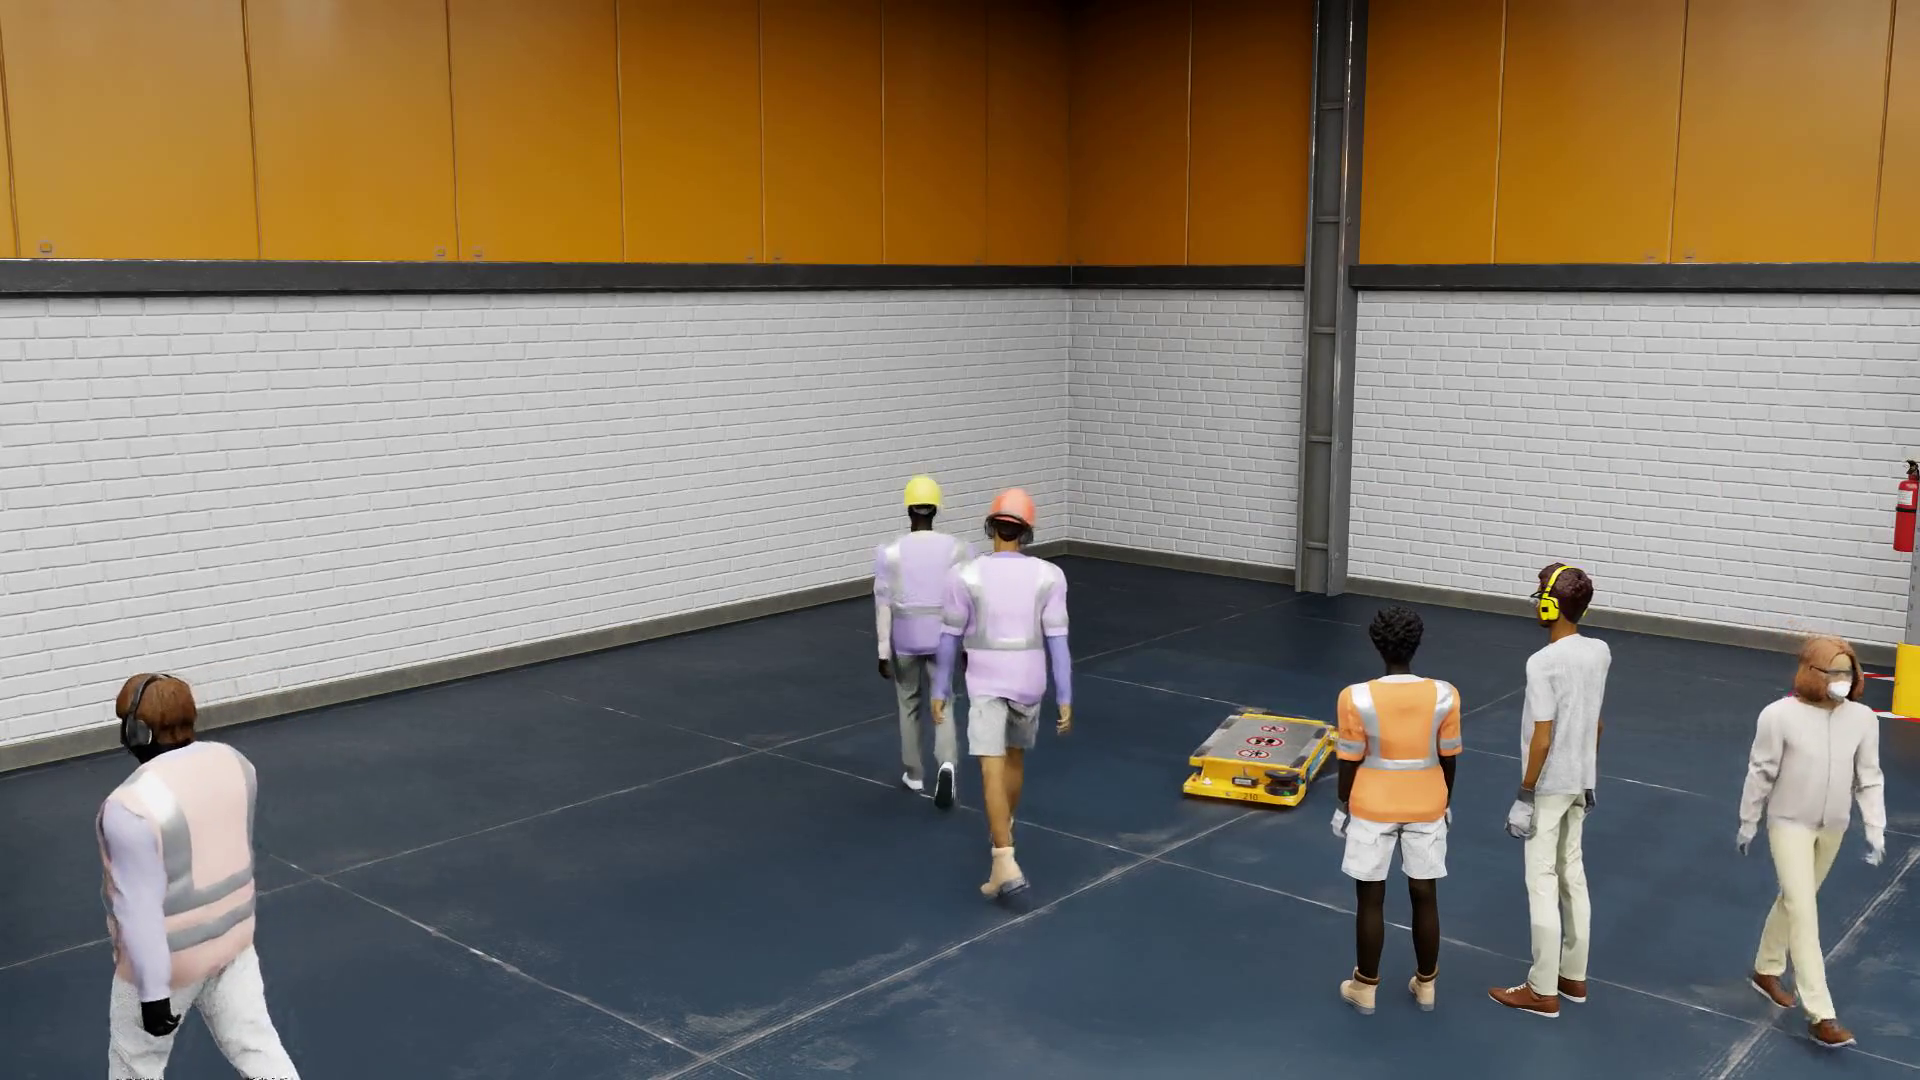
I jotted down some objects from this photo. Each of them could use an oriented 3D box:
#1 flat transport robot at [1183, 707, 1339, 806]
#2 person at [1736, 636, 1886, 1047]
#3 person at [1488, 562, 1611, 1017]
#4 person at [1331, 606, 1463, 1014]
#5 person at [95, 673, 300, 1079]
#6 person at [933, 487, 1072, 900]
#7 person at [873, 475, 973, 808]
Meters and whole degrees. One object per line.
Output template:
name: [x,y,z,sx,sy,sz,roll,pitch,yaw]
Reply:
flat transport robot: [1.858,1.296,10.120,0.652,0.197,1.431,4,10,22]
person: [3.448,1.185,6.623,0.526,1.590,0.830,-1,9,-8]
person: [2.437,1.020,6.846,0.531,1.870,0.316,-7,11,-38]
person: [1.785,1.110,6.830,0.529,1.694,0.321,-1,9,-4]
person: [-2.468,1.301,5.349,0.970,1.793,0.643,3,9,16]
person: [0.215,0.741,8.300,0.664,1.984,1.080,-1,9,-6]
person: [-0.195,0.579,9.531,0.592,1.901,0.773,-2,9,-10]
